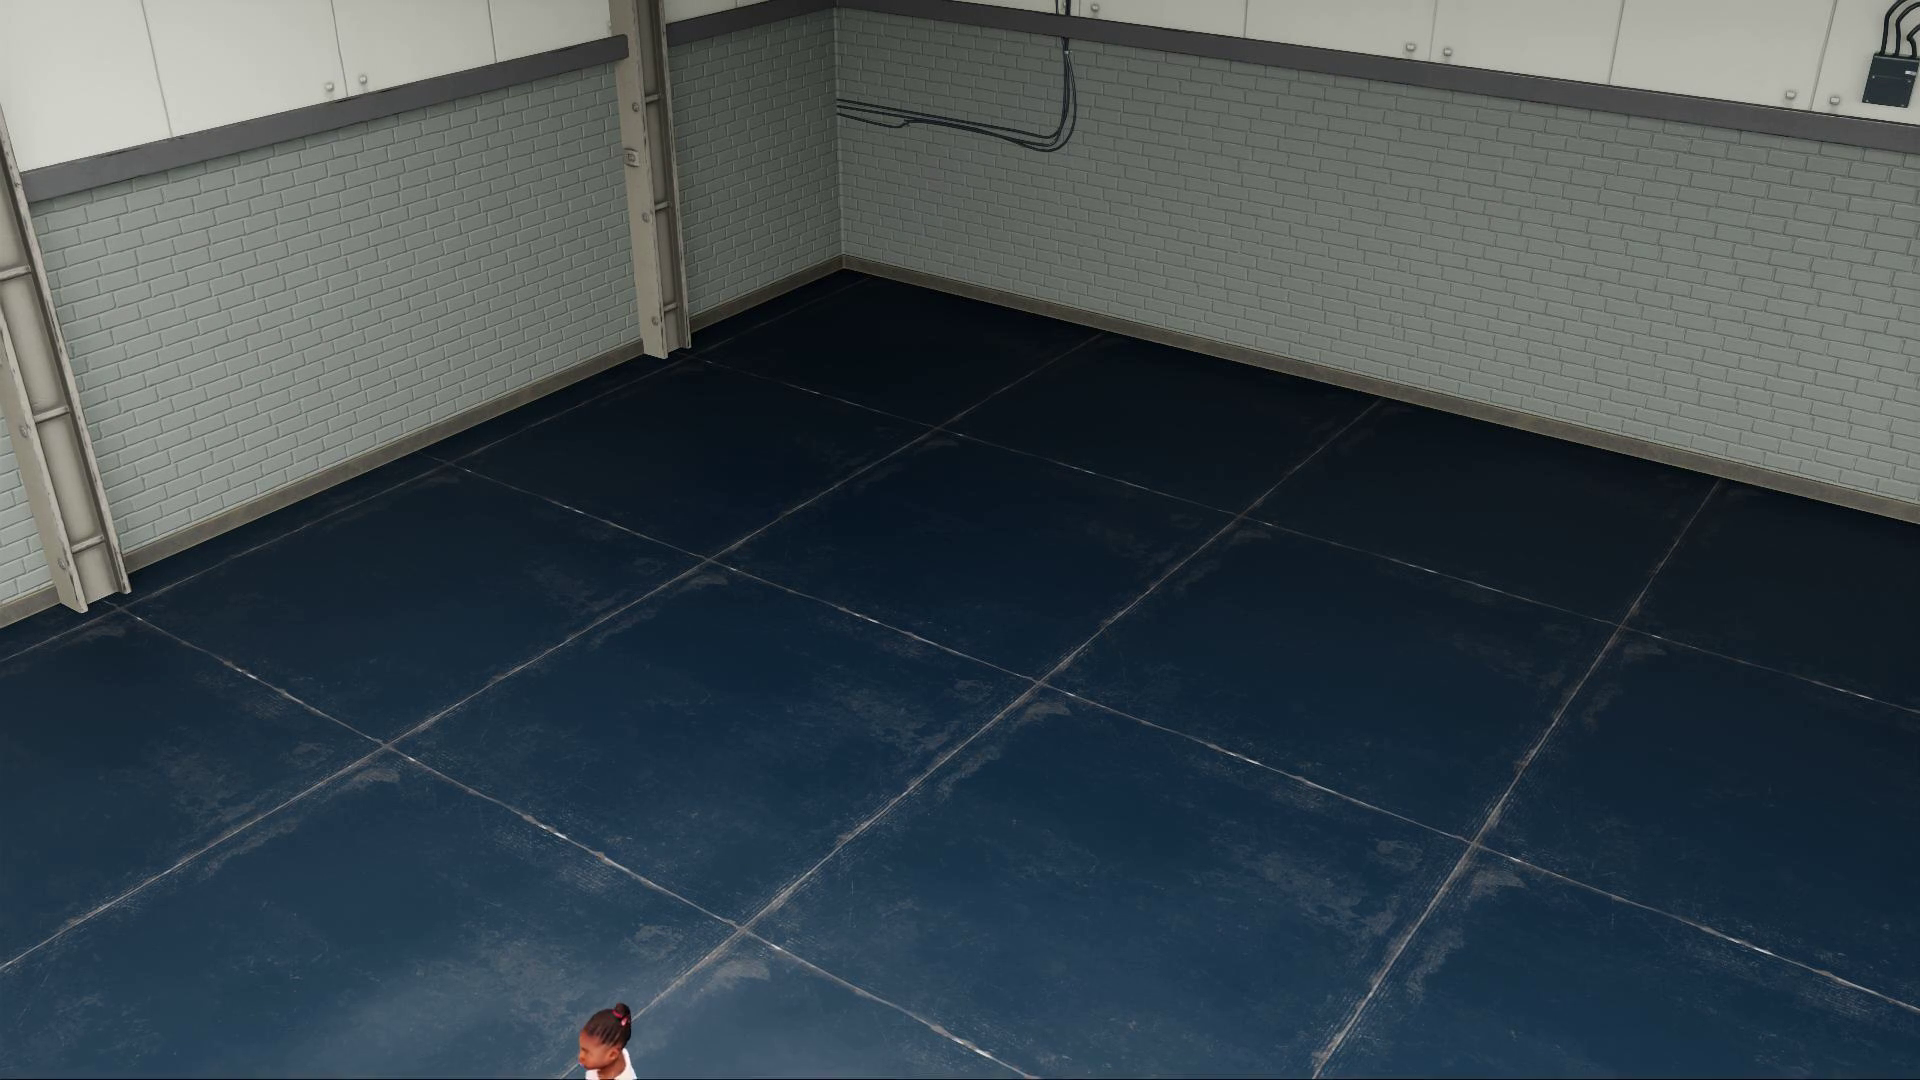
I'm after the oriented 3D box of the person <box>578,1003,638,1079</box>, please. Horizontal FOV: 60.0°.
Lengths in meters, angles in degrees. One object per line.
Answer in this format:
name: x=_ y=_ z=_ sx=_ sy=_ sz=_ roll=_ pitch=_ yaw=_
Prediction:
person: x=-1.342 y=2.461 z=6.868 sx=1.072 sy=1.422 sz=0.873 roll=-13 pitch=31 yaw=-22
